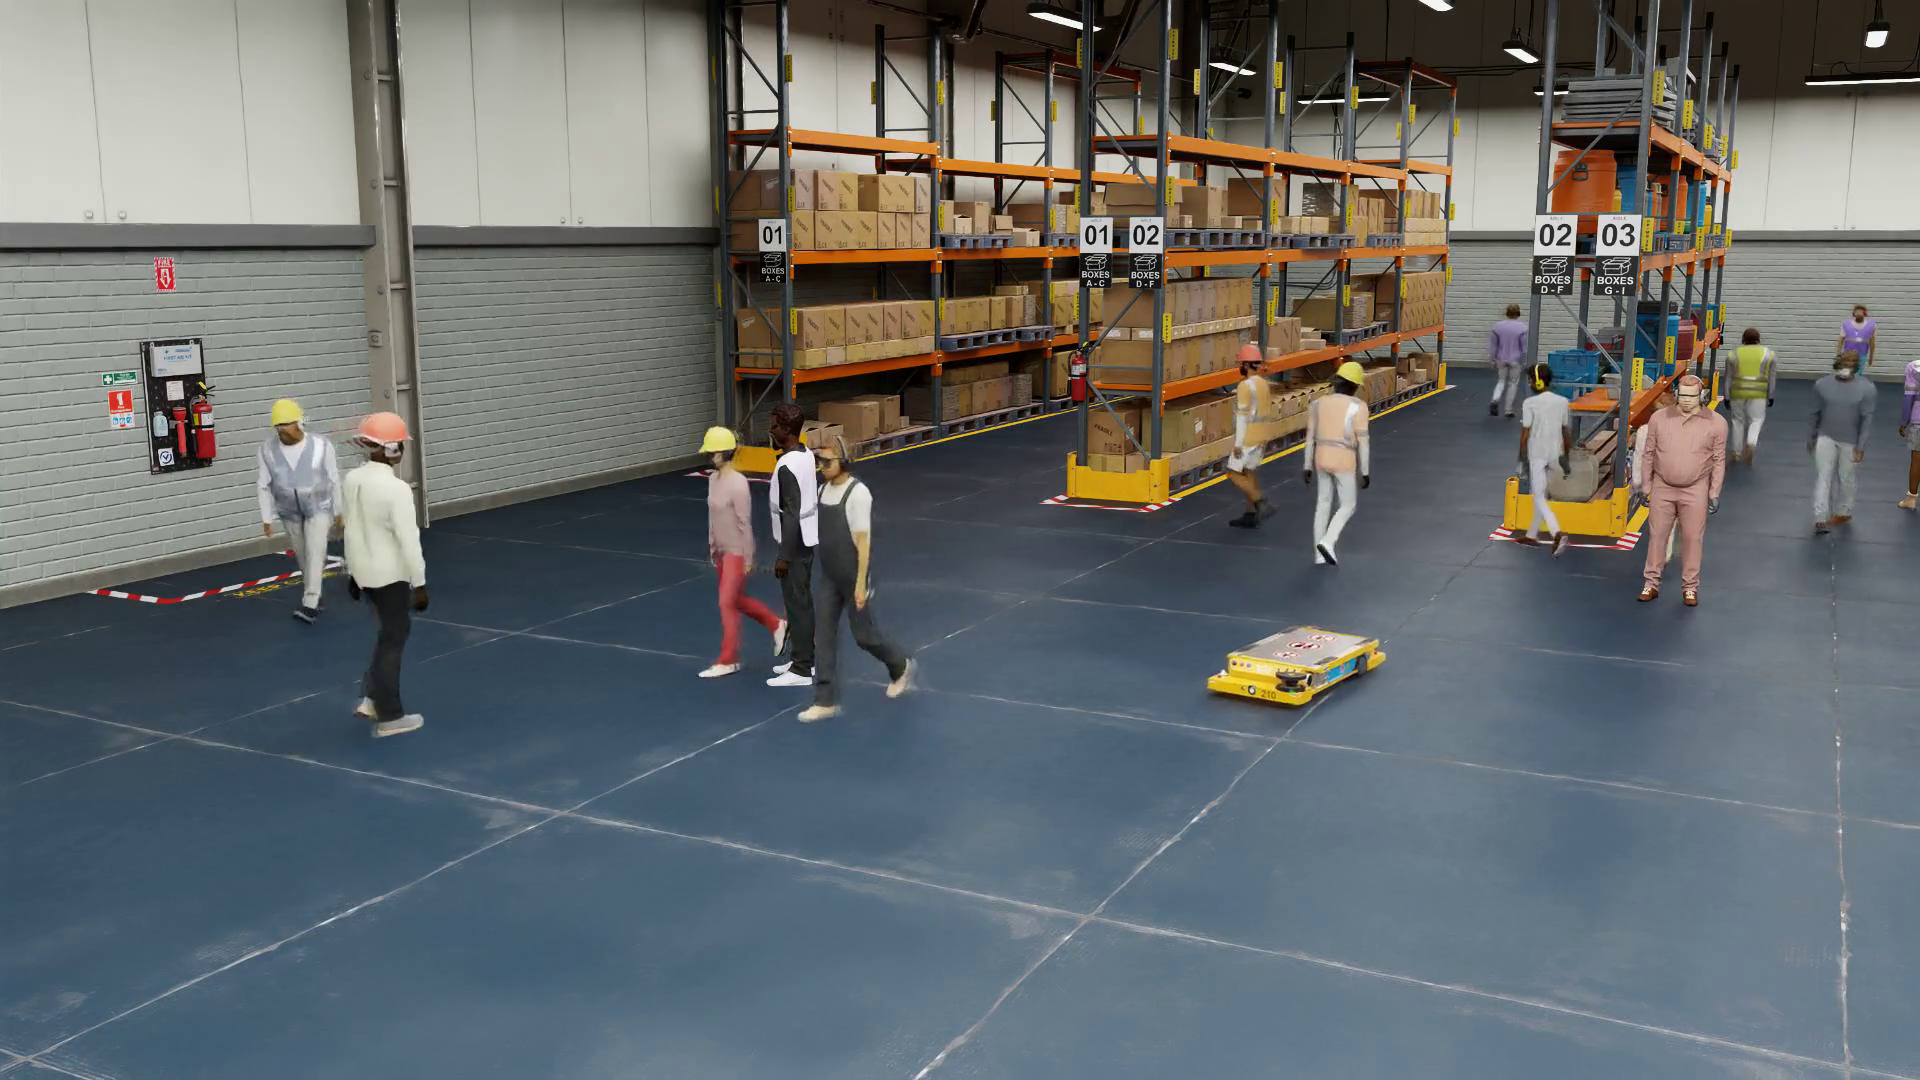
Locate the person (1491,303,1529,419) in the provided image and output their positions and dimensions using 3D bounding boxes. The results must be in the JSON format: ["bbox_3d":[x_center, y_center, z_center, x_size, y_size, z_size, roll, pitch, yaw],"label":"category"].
[{"bbox_3d":[9.061,-2.946,27.453,0.625,1.927,0.507,9,14,39],"label":"person"}]

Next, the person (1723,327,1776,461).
[{"bbox_3d":[10.510,-1.928,22.196,0.641,1.822,0.582,6,12,29],"label":"person"}]

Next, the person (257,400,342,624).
[{"bbox_3d":[-5.206,-0.234,13.117,0.599,1.763,0.990,-1,10,-7],"label":"person"}]

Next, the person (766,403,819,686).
[{"bbox_3d":[-1.121,0.031,11.253,0.391,1.920,0.593,1,10,3],"label":"person"}]

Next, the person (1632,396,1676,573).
[{"bbox_3d":[6.315,-0.491,14.994,0.501,1.587,0.841,8,13,36],"label":"person"}]

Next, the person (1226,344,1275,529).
[{"bbox_3d":[3.000,-1.047,17.127,0.483,1.918,0.564,7,13,35],"label":"person"}]

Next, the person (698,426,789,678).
[{"bbox_3d":[-1.504,0.067,11.530,0.681,1.744,0.535,-6,12,-31],"label":"person"}]

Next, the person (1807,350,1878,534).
[{"bbox_3d":[9.028,-1.014,17.078,0.636,1.894,0.955,8,13,37],"label":"person"}]

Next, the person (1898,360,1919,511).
[{"bbox_3d":[10.695,-1.331,18.342,0.607,2.044,0.379,2,11,11],"label":"person"}]

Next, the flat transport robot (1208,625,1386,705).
[{"bbox_3d":[2.326,0.833,11.374,0.652,0.197,1.431,8,13,36],"label":"flat transport robot"}]

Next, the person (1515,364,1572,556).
[{"bbox_3d":[5.610,-0.775,15.912,0.548,1.831,0.860,-3,11,-15],"label":"person"}]

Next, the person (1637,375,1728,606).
[{"bbox_3d":[5.932,-0.408,13.695,0.639,1.903,0.407,6,12,30],"label":"person"}]

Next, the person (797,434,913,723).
[{"bbox_3d":[-0.670,0.220,10.519,0.841,1.821,0.530,-10,14,-43],"label":"person"}]

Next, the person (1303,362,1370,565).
[{"bbox_3d":[3.432,-0.682,15.230,0.665,1.894,0.517,9,14,41],"label":"person"}]

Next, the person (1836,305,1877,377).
[{"bbox_3d":[16.073,-3.312,29.842,0.570,1.791,1.018,9,13,39],"label":"person"}]

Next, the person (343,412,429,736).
[{"bbox_3d":[-3.456,0.213,10.085,0.654,1.979,0.440,9,14,39],"label":"person"}]
